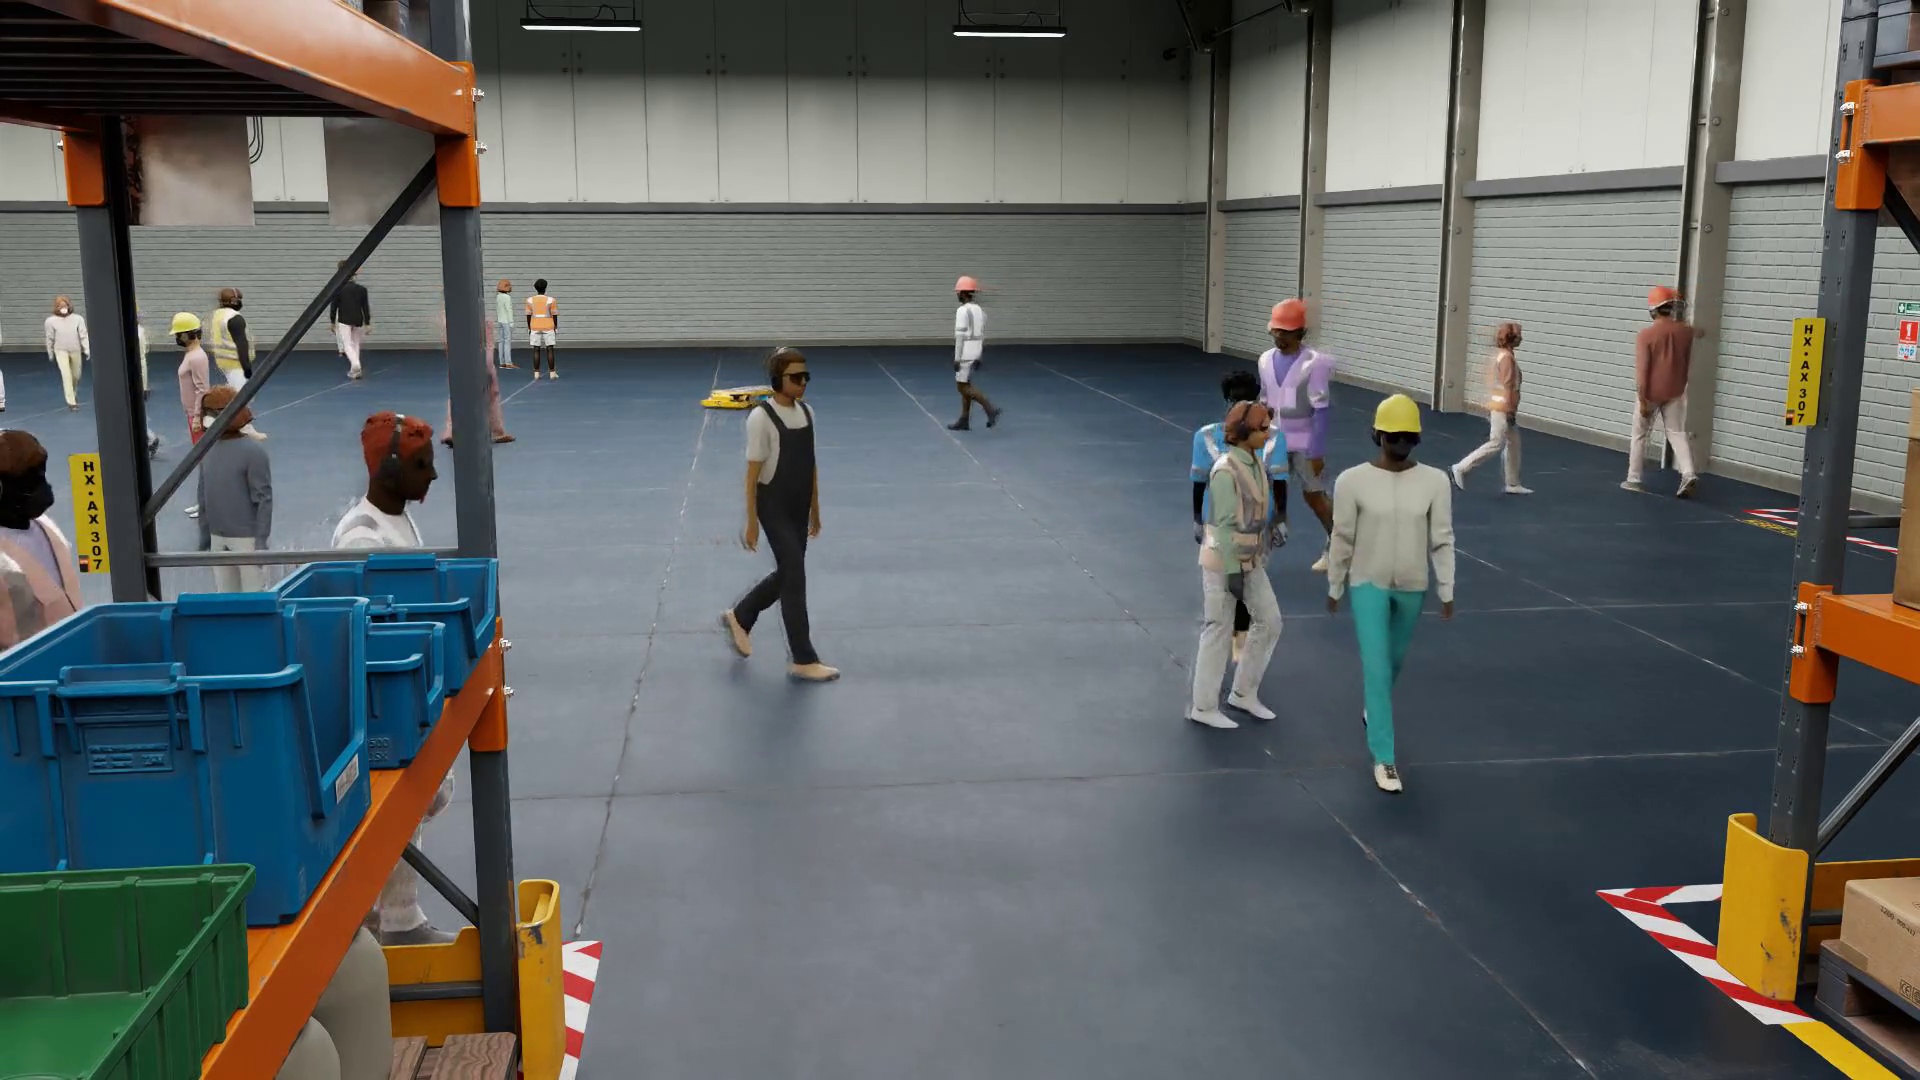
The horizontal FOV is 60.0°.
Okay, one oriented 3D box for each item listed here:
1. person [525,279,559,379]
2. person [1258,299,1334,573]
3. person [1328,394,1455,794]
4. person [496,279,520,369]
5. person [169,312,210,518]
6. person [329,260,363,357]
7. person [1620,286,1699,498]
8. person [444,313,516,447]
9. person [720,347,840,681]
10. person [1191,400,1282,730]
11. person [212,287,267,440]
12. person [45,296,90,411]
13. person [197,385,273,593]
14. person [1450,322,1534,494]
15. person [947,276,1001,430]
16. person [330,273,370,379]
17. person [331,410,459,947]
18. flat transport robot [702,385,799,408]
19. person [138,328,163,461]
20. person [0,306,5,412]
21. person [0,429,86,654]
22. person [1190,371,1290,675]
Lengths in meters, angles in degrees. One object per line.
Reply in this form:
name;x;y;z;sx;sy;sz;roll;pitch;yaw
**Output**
person;-7.076;-3.571;28.193;0.540;1.695;0.317;0;10;-2
person;2.366;-0.698;11.688;1.062;1.987;0.662;-9;14;-41
person;1.942;0.186;7.538;0.535;1.719;0.931;0;10;-2
person;-8.309;-3.955;30.465;0.279;1.636;0.501;-9;14;-40
person;-6.581;-1.074;14.327;0.316;1.765;0.523;-6;12;-29
person;-12.361;-4.650;33.444;0.627;1.941;0.374;4;11;19
person;6.552;-1.372;15.440;0.606;1.968;0.949;-1;10;-8
person;-5.597;-2.001;19.144;0.654;1.866;0.969;5;12;27
person;-1.029;-0.158;9.155;0.819;1.826;0.521;6;12;30
person;1.380;0.133;8.089;0.499;1.624;0.541;6;12;30
person;-8.523;-2.046;19.471;0.635;1.825;0.640;-9;14;-40
person;-12.460;-2.610;23.195;0.497;1.596;0.772;-9;14;-42
person;-3.852;-0.009;8.841;0.505;1.632;0.265;5;12;28
person;5.000;-1.220;15.502;0.715;1.614;0.511;3;11;18
person;0.169;-2.288;20.536;0.687;1.922;0.547;5;11;24
person;-10.344;-3.715;28.268;0.617;1.964;0.888;-9;14;-41
person;-1.896;0.505;5.398;0.475;1.860;0.583;-1;10;-4
flat transport robot;-3.001;-2.069;23.867;0.652;0.197;1.431;6;12;30
person;-8.759;-1.663;17.459;0.598;1.803;0.810;4;11;23
person;-13.390;-2.672;22.690;0.399;1.909;0.642;4;11;19
person;-2.909;0.558;5.200;0.452;1.824;0.648;-1;10;-4
person;1.543;-0.079;9.132;0.538;1.671;0.739;0;10;1
